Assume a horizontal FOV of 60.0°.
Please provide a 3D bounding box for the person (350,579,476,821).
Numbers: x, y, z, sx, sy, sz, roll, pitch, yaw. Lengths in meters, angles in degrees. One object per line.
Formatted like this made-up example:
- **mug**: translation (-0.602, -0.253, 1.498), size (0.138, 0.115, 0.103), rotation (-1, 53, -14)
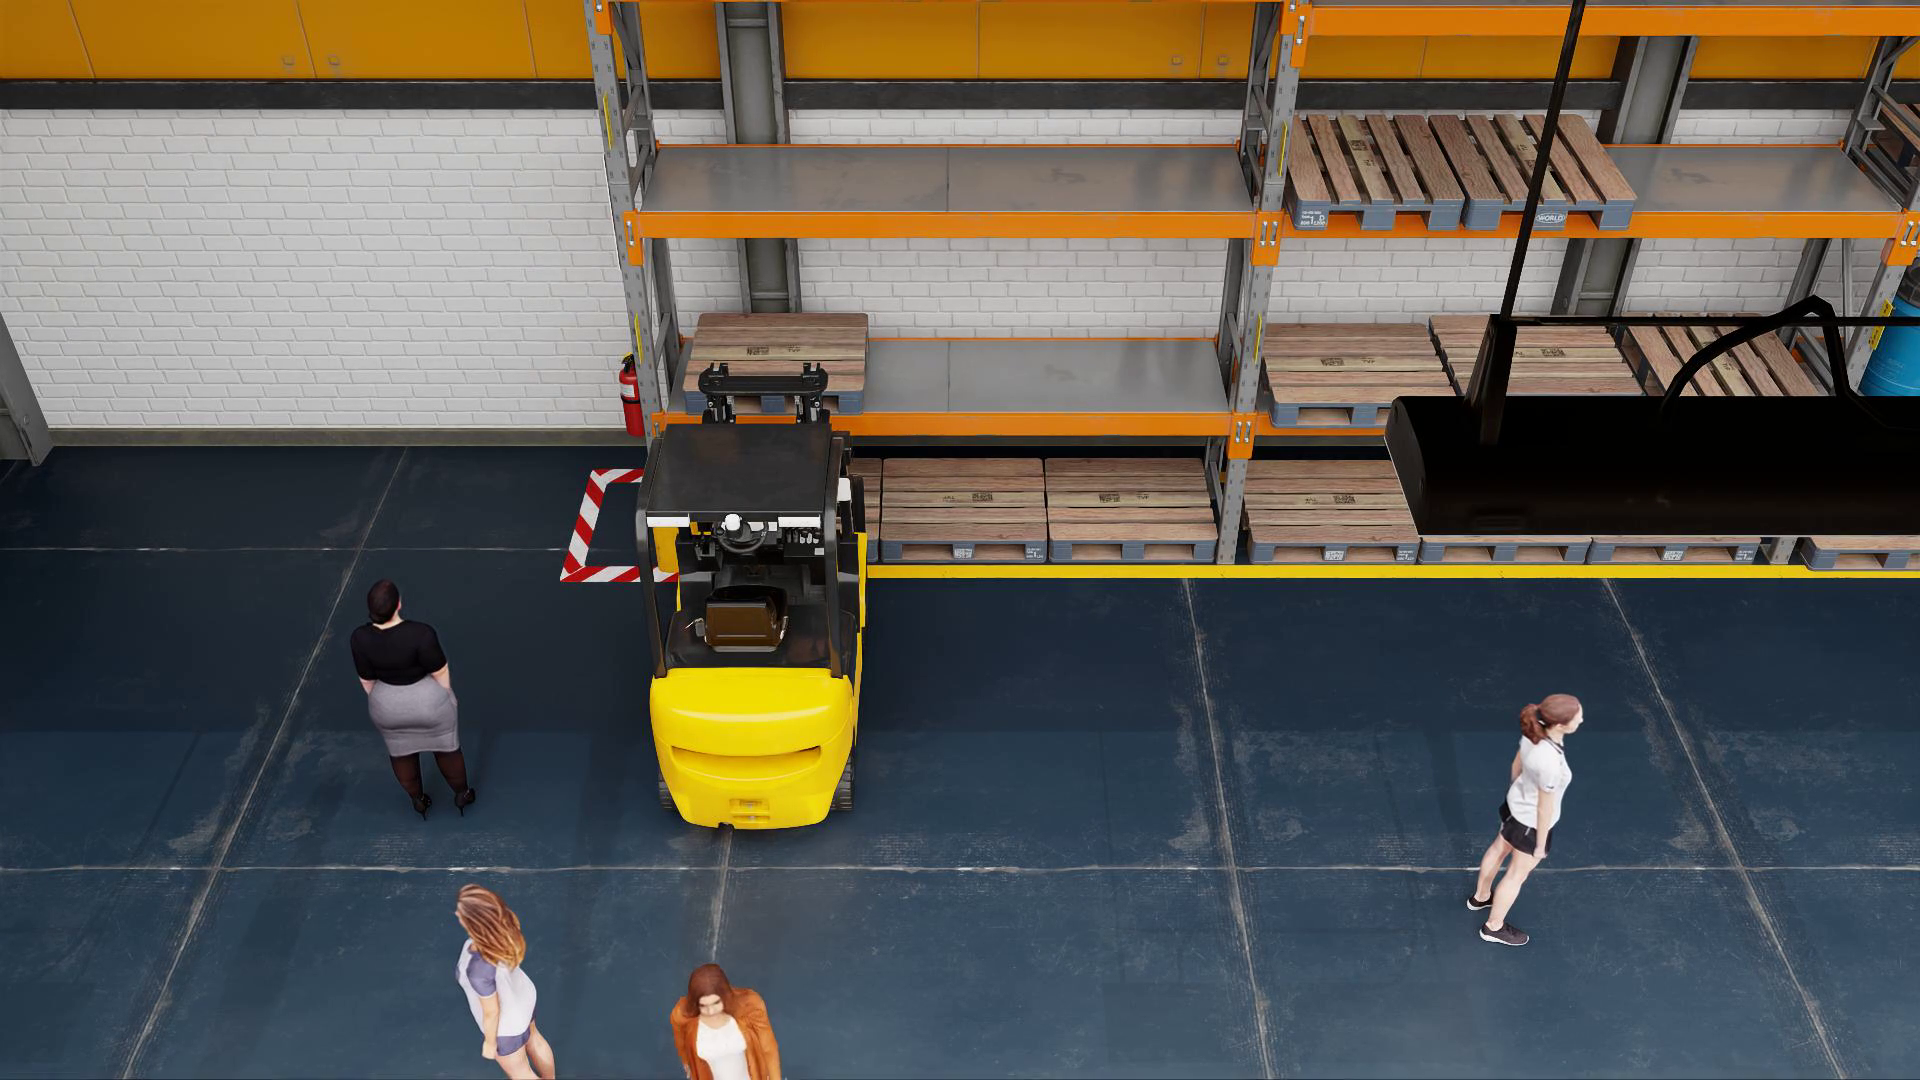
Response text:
- **person**: translation (-3.176, 0.950, 9.637), size (0.567, 1.759, 0.727), rotation (-3, 39, -3)

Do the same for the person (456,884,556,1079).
- **person**: translation (-2.172, 2.262, 8.016), size (0.551, 1.733, 0.598), rotation (2, 39, 3)

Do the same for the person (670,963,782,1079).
- **person**: translation (-1.086, 2.436, 7.851), size (1.125, 1.667, 0.874), rotation (-10, 40, -13)

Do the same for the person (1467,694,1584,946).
- **person**: translation (3.057, 1.485, 8.974), size (0.542, 1.751, 0.580), rotation (-2, 39, -2)
